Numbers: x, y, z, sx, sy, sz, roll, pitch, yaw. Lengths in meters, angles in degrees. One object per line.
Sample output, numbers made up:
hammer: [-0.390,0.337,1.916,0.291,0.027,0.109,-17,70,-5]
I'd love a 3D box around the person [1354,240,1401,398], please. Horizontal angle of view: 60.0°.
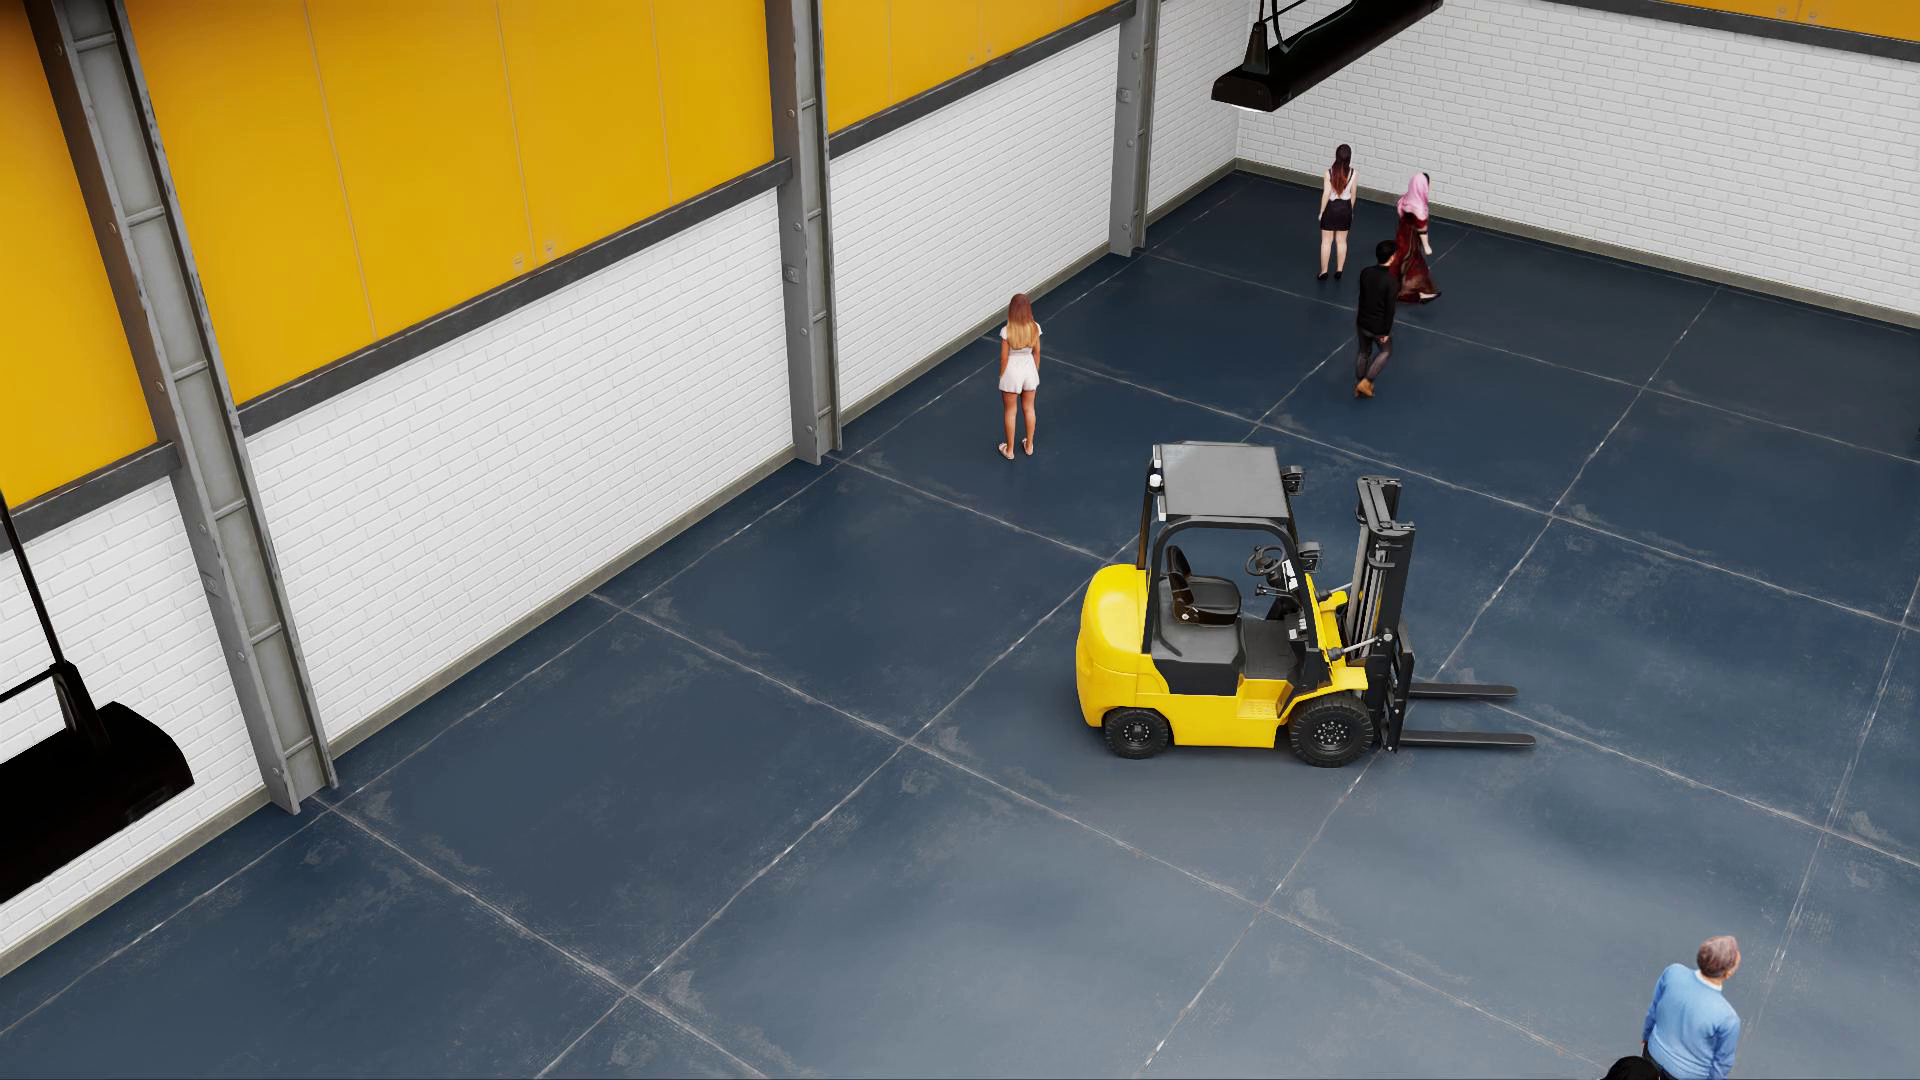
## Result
person: [4.156,-2.203,16.823,0.711,1.712,0.717,-25,41,-33]

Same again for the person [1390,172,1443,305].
person: [4.938,-3.292,18.573,1.053,1.589,1.098,1,34,1]

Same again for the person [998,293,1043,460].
person: [0.562,-1.570,15.886,0.649,1.697,0.727,-10,35,-15]

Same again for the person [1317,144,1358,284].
person: [4.355,-3.781,19.256,0.643,1.647,0.692,-3,34,-5]

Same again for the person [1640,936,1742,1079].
person: [3.962,2.840,9.140,0.720,1.818,0.741,-18,38,-25]
